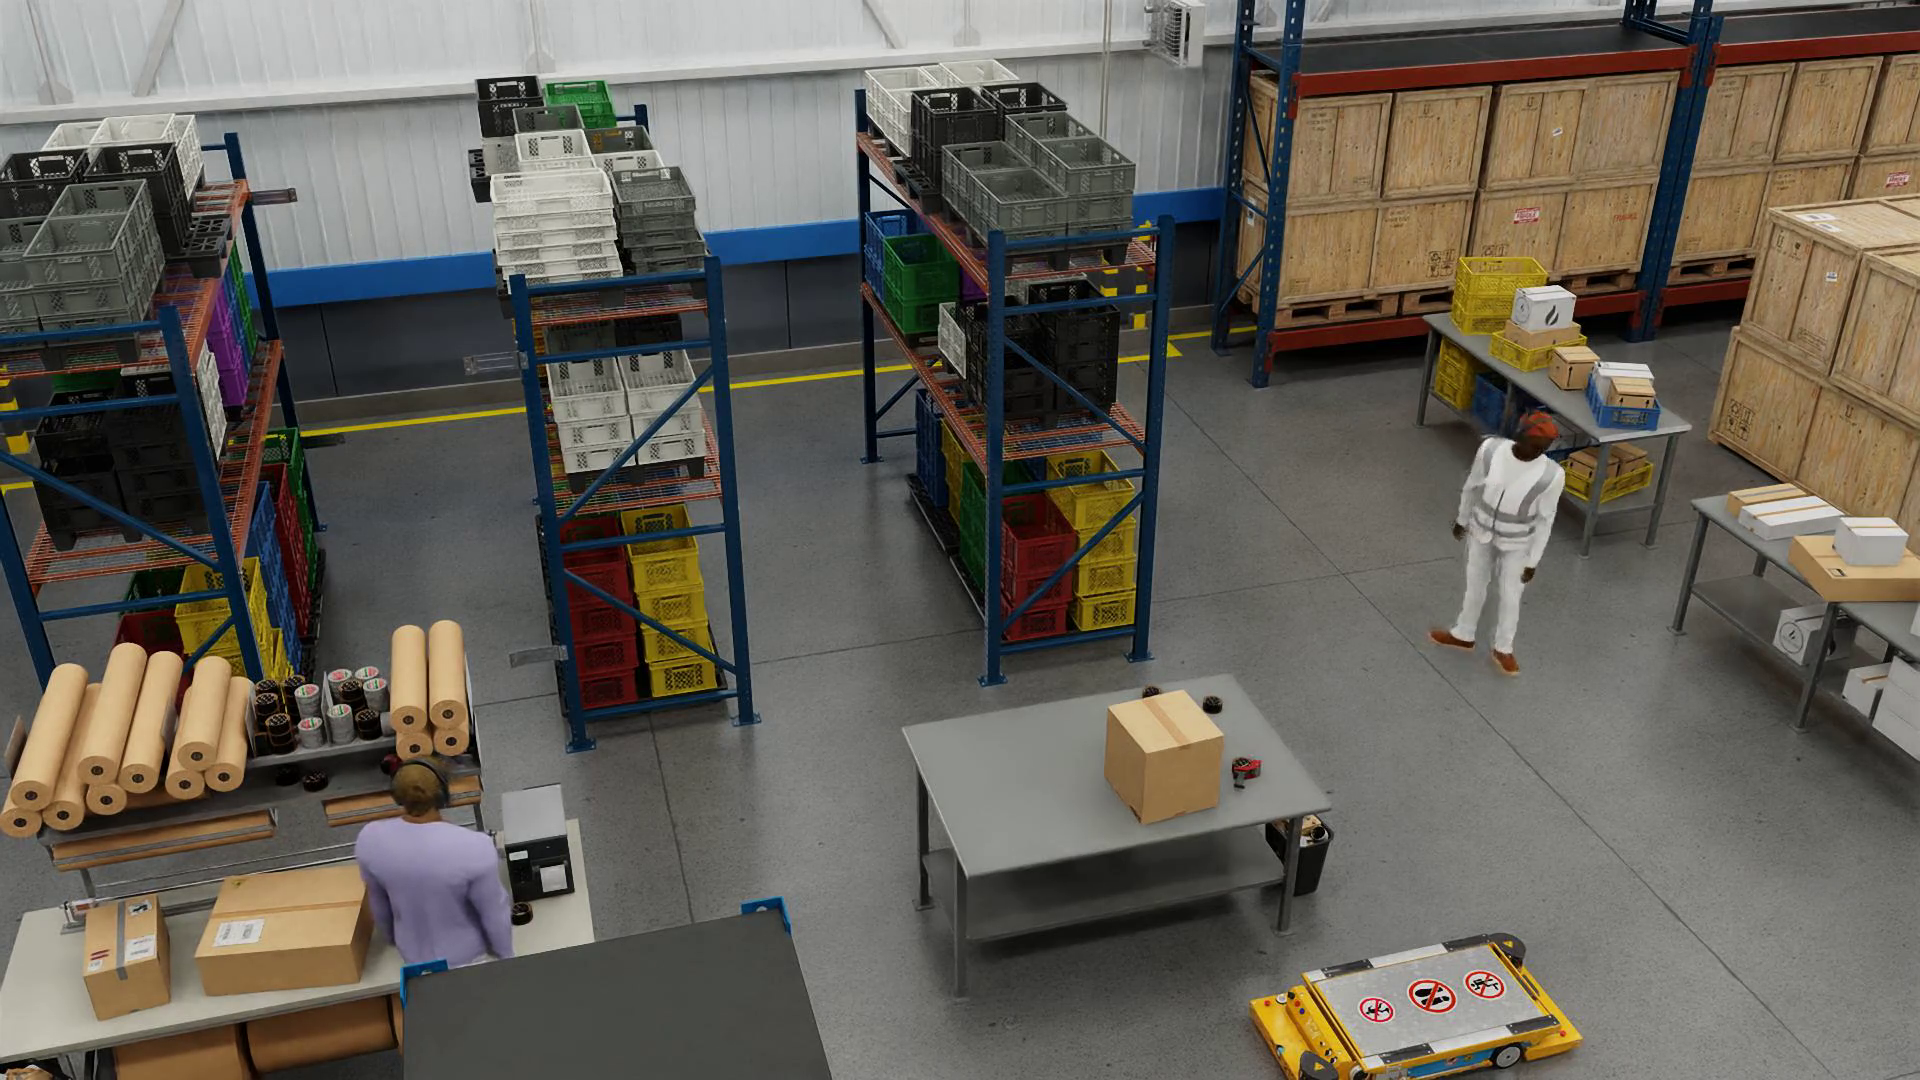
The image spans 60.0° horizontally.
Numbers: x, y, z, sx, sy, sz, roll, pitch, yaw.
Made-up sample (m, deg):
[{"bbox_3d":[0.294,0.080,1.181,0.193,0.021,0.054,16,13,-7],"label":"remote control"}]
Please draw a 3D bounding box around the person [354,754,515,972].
[{"bbox_3d":[-2.229,1.762,7.222,0.632,1.931,0.368,5,29,9],"label":"person"}]

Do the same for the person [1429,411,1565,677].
[{"bbox_3d":[3.392,-0.019,10.550,0.720,1.856,0.350,24,37,37],"label":"person"}]

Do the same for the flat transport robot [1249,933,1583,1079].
[{"bbox_3d":[2.184,2.282,7.980,1.431,0.197,0.652,-8,30,-14],"label":"flat transport robot"}]
